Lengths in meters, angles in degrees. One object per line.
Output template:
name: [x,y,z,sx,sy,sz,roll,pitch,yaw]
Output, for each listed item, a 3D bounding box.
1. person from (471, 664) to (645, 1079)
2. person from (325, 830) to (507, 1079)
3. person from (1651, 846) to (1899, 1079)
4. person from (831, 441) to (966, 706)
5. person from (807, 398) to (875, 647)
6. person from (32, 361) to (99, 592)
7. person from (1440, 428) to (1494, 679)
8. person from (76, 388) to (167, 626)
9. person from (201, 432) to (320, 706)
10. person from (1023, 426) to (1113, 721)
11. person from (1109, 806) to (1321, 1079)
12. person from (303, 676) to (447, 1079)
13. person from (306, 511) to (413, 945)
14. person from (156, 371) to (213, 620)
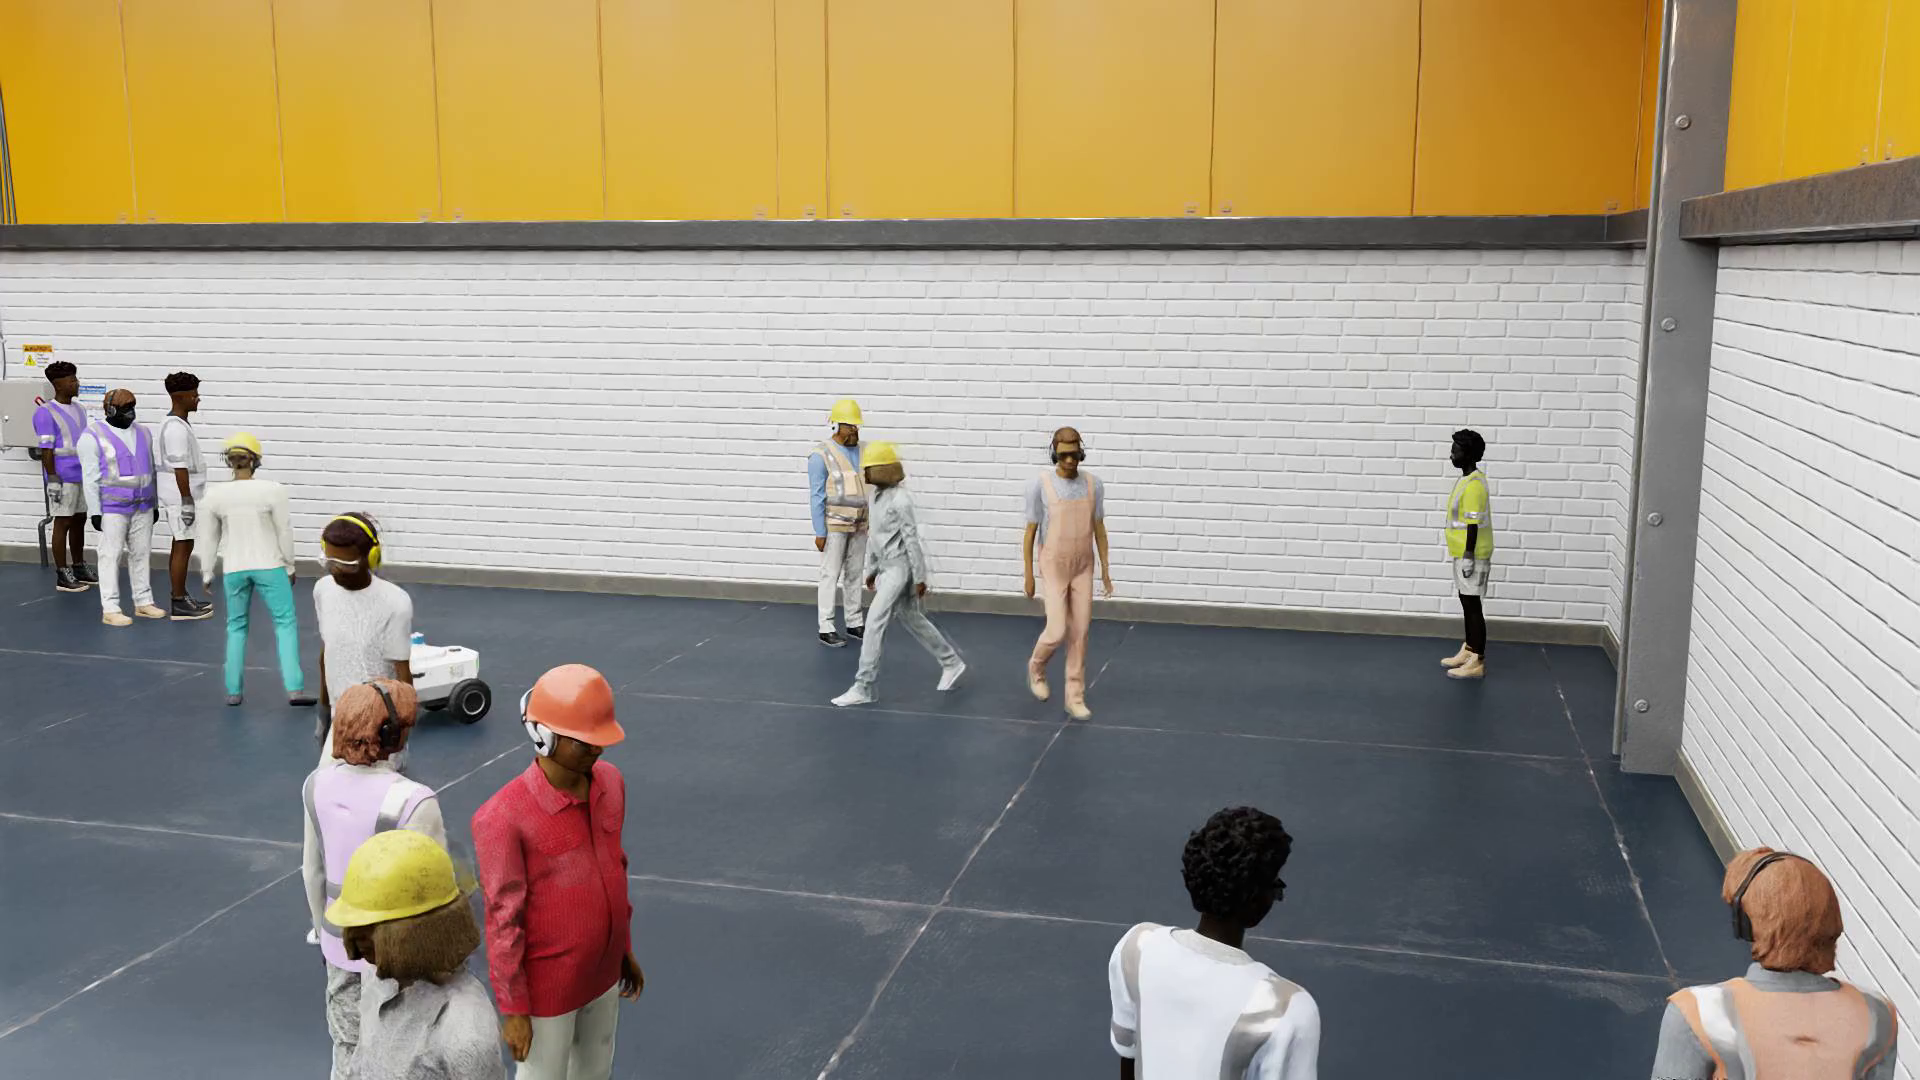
person: [-1.068,1.194,4.609,0.336,1.744,0.563,5,11,25]
person: [-1.081,1.404,3.518,0.890,1.699,0.491,-7,12,-35]
person: [1.667,1.446,3.472,0.526,1.628,0.313,-1,10,-6]
person: [-0.370,0.189,10.702,0.942,1.688,0.495,-4,10,-23]
person: [-0.845,-0.128,12.182,0.405,1.824,0.585,9,13,41]
person: [-7.615,-0.551,14.232,0.365,1.966,0.608,0,10,2]
person: [3.449,0.089,11.290,0.321,1.690,0.533,1,10,9]
person: [-6.480,-0.257,12.910,0.430,1.838,0.628,5,11,26]
person: [-4.402,0.207,10.447,0.739,1.737,0.526,0,10,-2]
person: [0.646,0.194,10.282,0.536,1.828,0.482,-4,10,-22]
person: [0.544,1.396,3.594,0.320,1.685,0.542,-9,13,-44]
person: [-1.674,1.208,4.838,0.523,1.639,0.309,5,11,26]
person: [-2.478,0.777,6.801,0.606,1.832,0.568,4,10,23]
person: [-6.115,-0.351,13.102,0.382,1.958,0.606,-5,11,-26]
